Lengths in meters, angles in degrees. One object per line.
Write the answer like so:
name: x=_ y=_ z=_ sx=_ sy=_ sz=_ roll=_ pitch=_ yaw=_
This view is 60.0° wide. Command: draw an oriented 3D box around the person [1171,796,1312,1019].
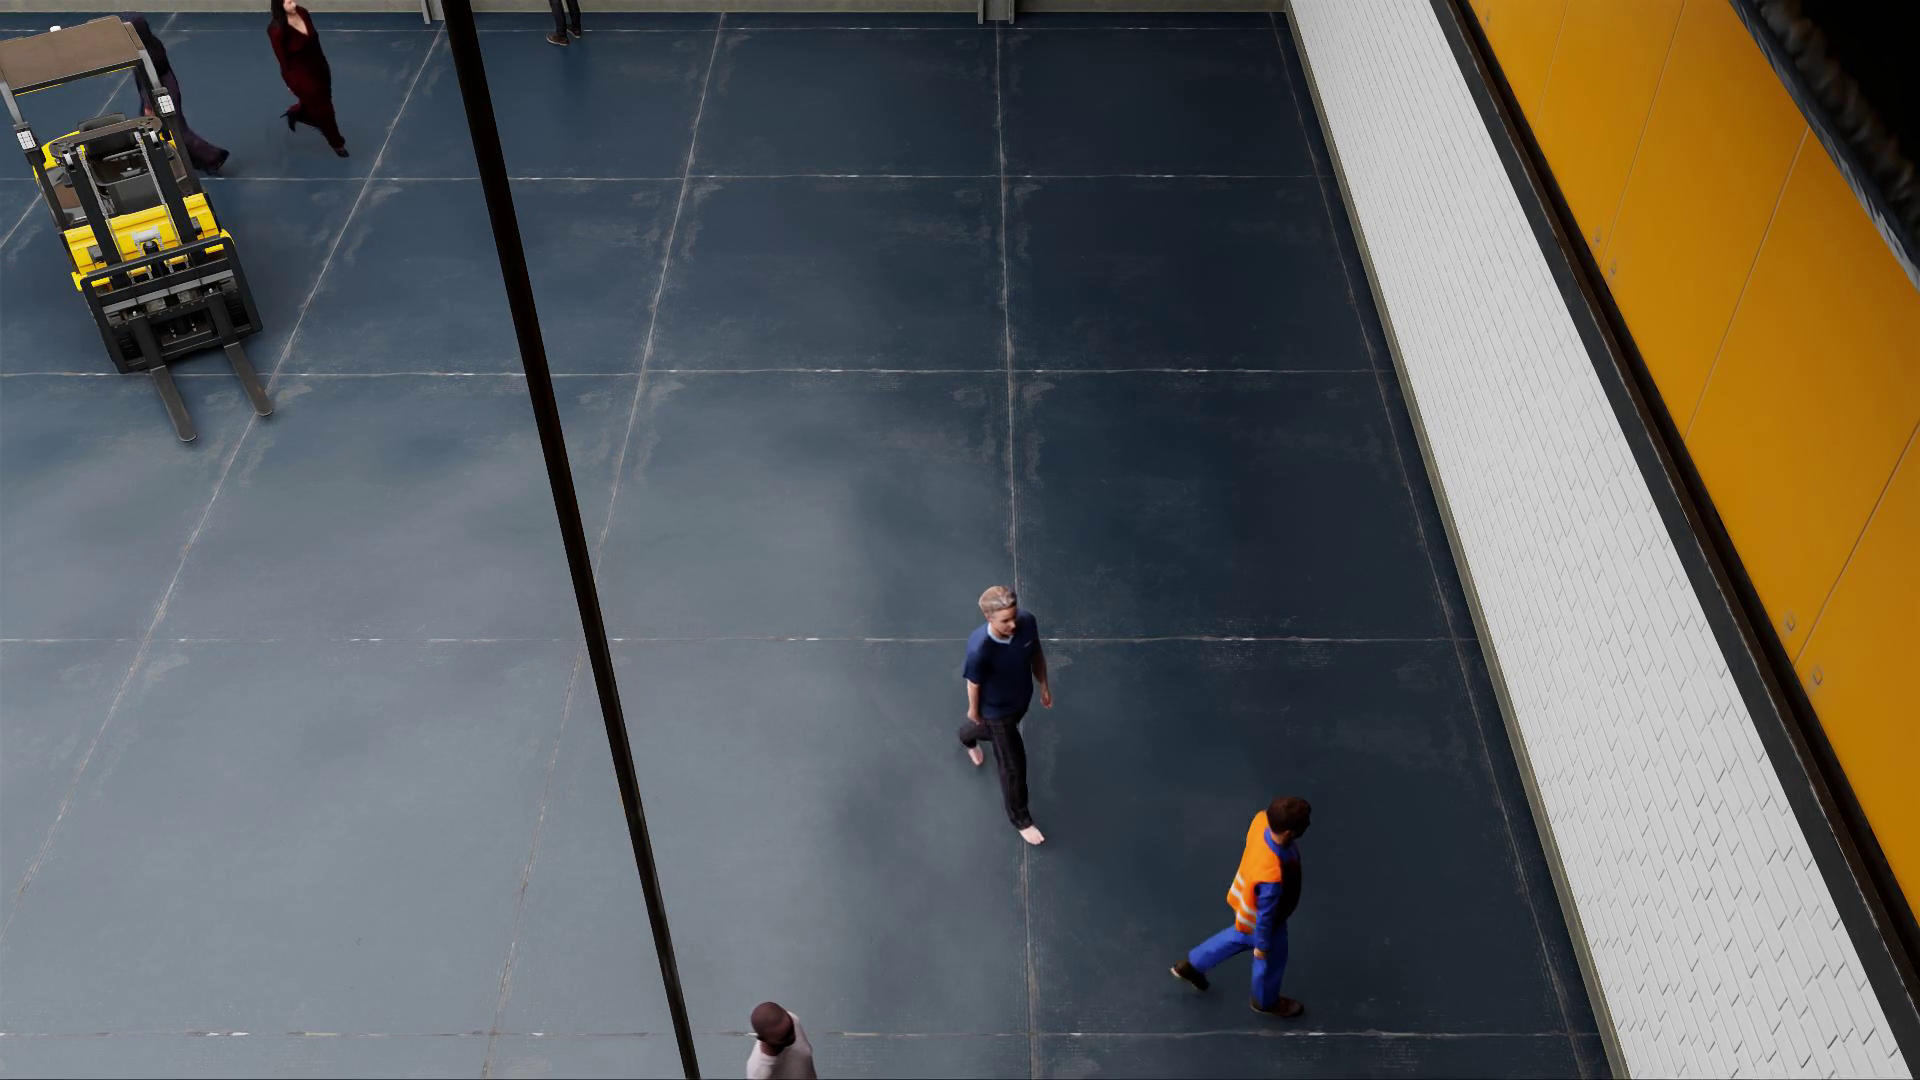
person: x=1.519 y=1.936 z=8.780 sx=1.017 sy=1.848 sz=0.763 roll=4 pitch=44 yaw=4

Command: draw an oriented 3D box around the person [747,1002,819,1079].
person: x=-0.850 y=2.730 z=8.002 sx=0.610 sy=1.771 sz=0.669 roll=10 pitch=45 yaw=11

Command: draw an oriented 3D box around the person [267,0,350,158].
person: x=-6.156 y=-4.342 z=15.457 sx=1.038 sy=1.728 sz=0.888 roll=14 pitch=45 yaw=14

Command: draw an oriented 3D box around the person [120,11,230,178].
person: x=-7.254 y=-4.068 z=15.268 sx=1.041 sy=1.592 sz=0.625 roll=-3 pitch=44 yaw=-3

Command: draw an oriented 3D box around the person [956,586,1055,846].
person: x=0.209 y=0.902 z=9.880 sx=1.192 sy=1.828 sz=1.212 roll=-31 pitch=52 yaw=-28

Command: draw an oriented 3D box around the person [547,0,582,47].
person: x=-4.209 y=-6.007 z=17.159 sx=0.732 sy=1.791 sz=0.719 roll=26 pitch=50 yaw=25
